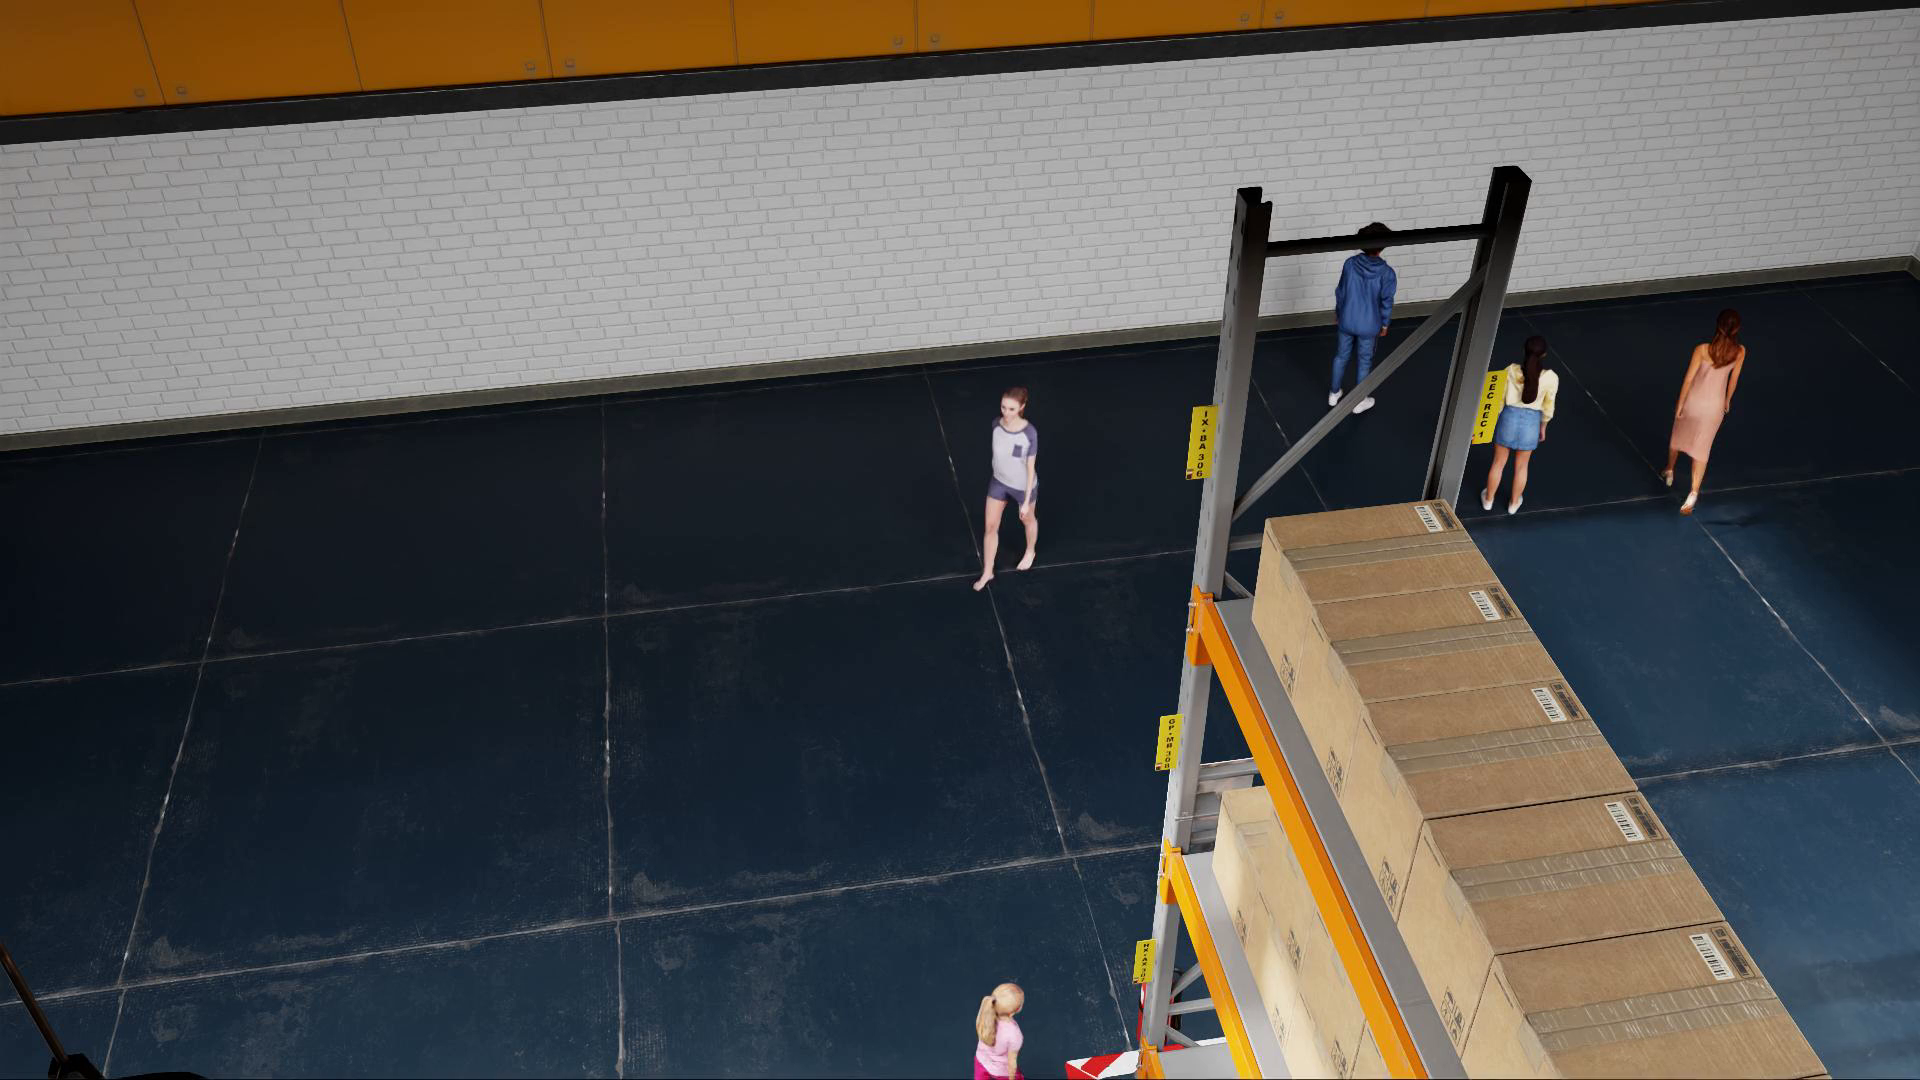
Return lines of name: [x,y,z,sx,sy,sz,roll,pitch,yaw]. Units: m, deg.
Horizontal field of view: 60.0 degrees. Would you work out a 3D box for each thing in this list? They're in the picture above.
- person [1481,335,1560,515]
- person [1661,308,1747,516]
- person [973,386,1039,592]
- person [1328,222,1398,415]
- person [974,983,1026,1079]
person: [4.553,-0.940,13.570,0.721,1.630,0.702,11,40,13]
person: [6.059,-1.025,13.537,0.880,1.806,1.158,8,39,10]
person: [0.473,-0.474,12.899,0.910,1.740,1.007,18,42,21]
person: [3.548,-1.968,14.715,0.744,1.808,0.799,23,44,26]
person: [0.154,2.886,9.086,0.824,1.249,0.830,29,47,31]
